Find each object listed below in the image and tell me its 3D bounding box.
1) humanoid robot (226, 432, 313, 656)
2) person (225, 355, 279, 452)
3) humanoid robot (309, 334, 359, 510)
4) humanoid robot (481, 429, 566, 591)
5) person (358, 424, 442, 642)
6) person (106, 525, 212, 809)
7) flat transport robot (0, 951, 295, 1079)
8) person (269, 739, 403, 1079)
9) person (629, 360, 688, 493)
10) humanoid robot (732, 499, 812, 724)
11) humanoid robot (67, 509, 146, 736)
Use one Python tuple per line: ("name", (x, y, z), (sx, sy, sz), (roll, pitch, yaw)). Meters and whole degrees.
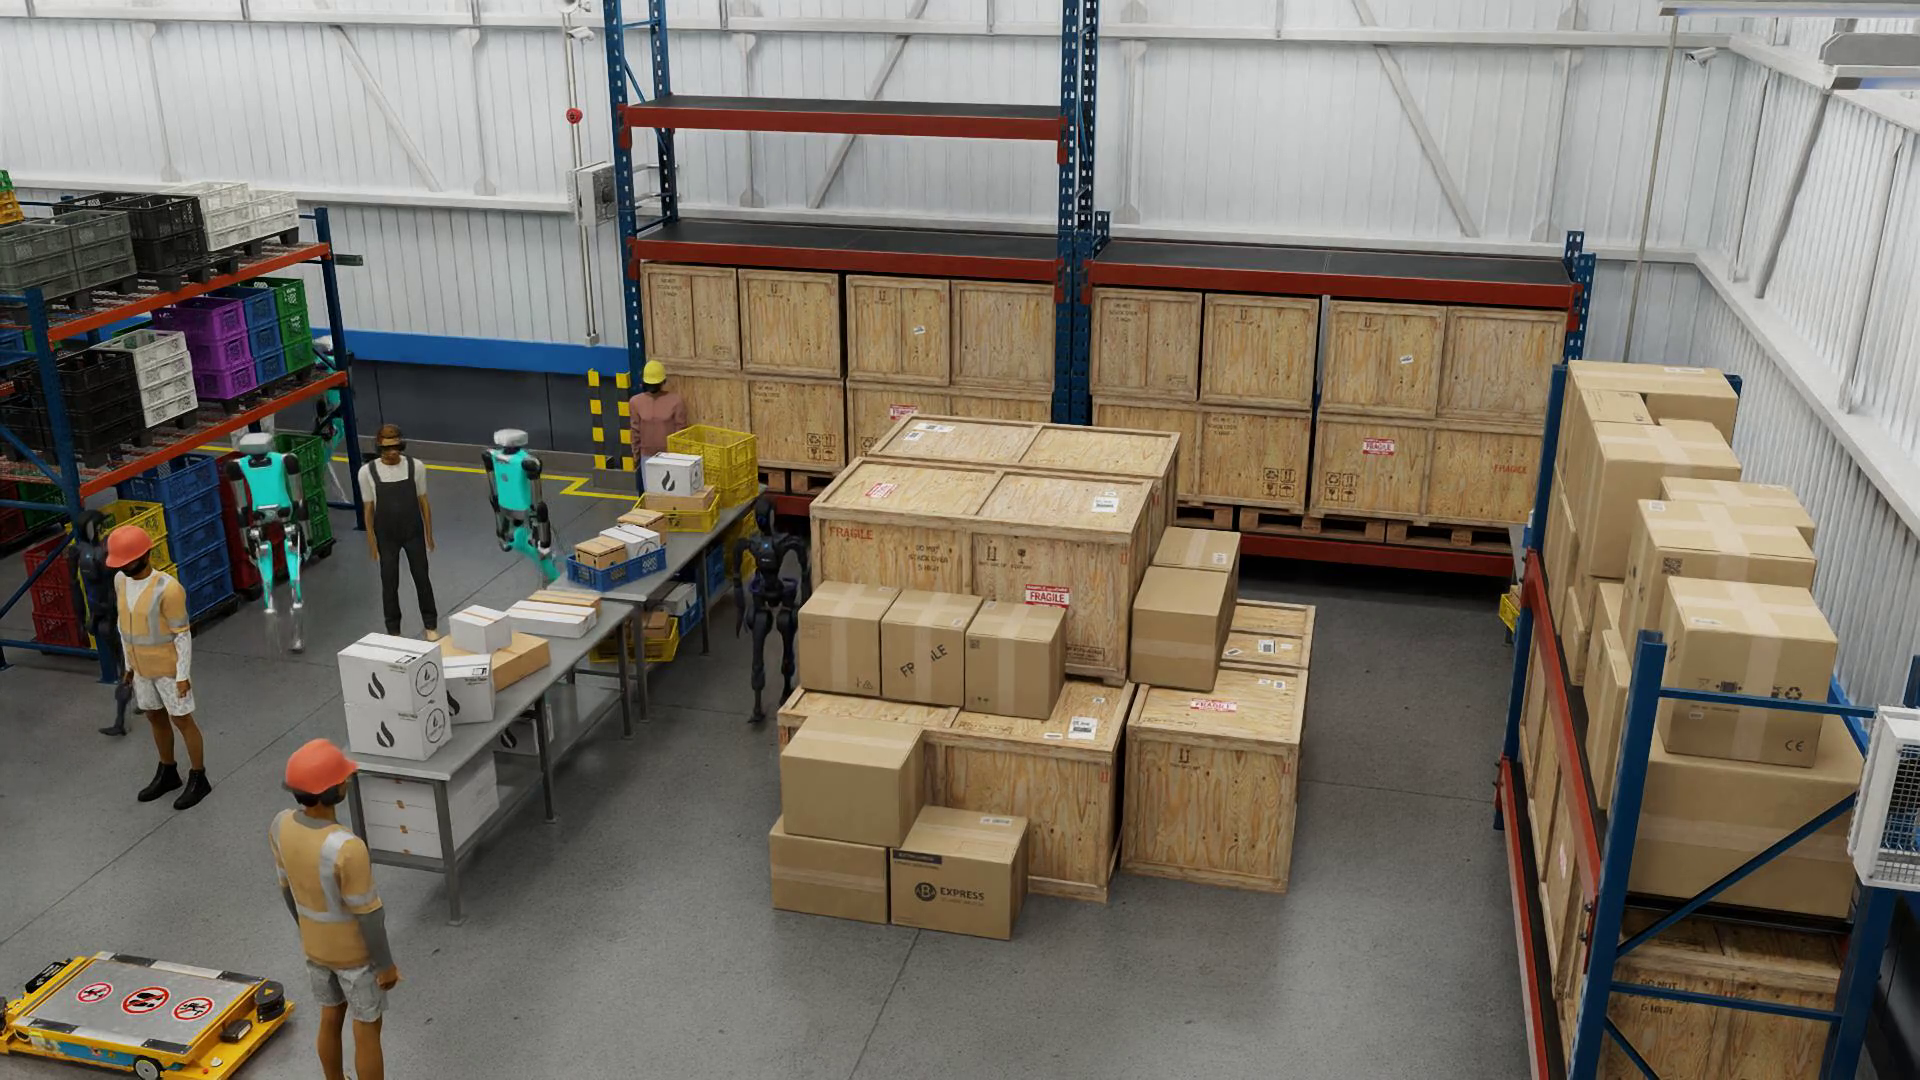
("humanoid robot", (-5.263, 0.136, 12.766), (0.552, 1.885, 0.671), (-5, 21, -12))
("person", (-7.094, -1.434, 16.618), (0.430, 1.833, 0.619), (19, 28, 40))
("humanoid robot", (-6.098, -1.039, 15.866), (0.734, 1.906, 0.552), (6, 22, 14))
("humanoid robot", (-3.354, -0.042, 13.189), (0.551, 1.839, 0.703), (10, 23, 25))
("person", (-4.355, -0.026, 12.927), (0.502, 1.836, 0.336), (-10, 23, -24))
("person", (-5.141, 0.804, 10.619), (0.541, 1.928, 0.365), (8, 22, 21))
("flat transport robot", (-4.270, 2.464, 8.601), (1.431, 0.231, 0.659), (5, 22, 13))
("person", (-2.850, 1.853, 7.712), (0.606, 2.048, 0.366), (12, 24, 29))
("person", (-2.693, -0.763, 14.960), (0.521, 1.760, 0.332), (0, 21, 0))
("humanoid robot", (-1.311, 0.503, 11.799), (0.598, 1.634, 0.735), (1, 21, 1))
("humanoid robot", (-5.969, 0.559, 11.652), (0.609, 1.623, 0.760), (5, 21, 12))
